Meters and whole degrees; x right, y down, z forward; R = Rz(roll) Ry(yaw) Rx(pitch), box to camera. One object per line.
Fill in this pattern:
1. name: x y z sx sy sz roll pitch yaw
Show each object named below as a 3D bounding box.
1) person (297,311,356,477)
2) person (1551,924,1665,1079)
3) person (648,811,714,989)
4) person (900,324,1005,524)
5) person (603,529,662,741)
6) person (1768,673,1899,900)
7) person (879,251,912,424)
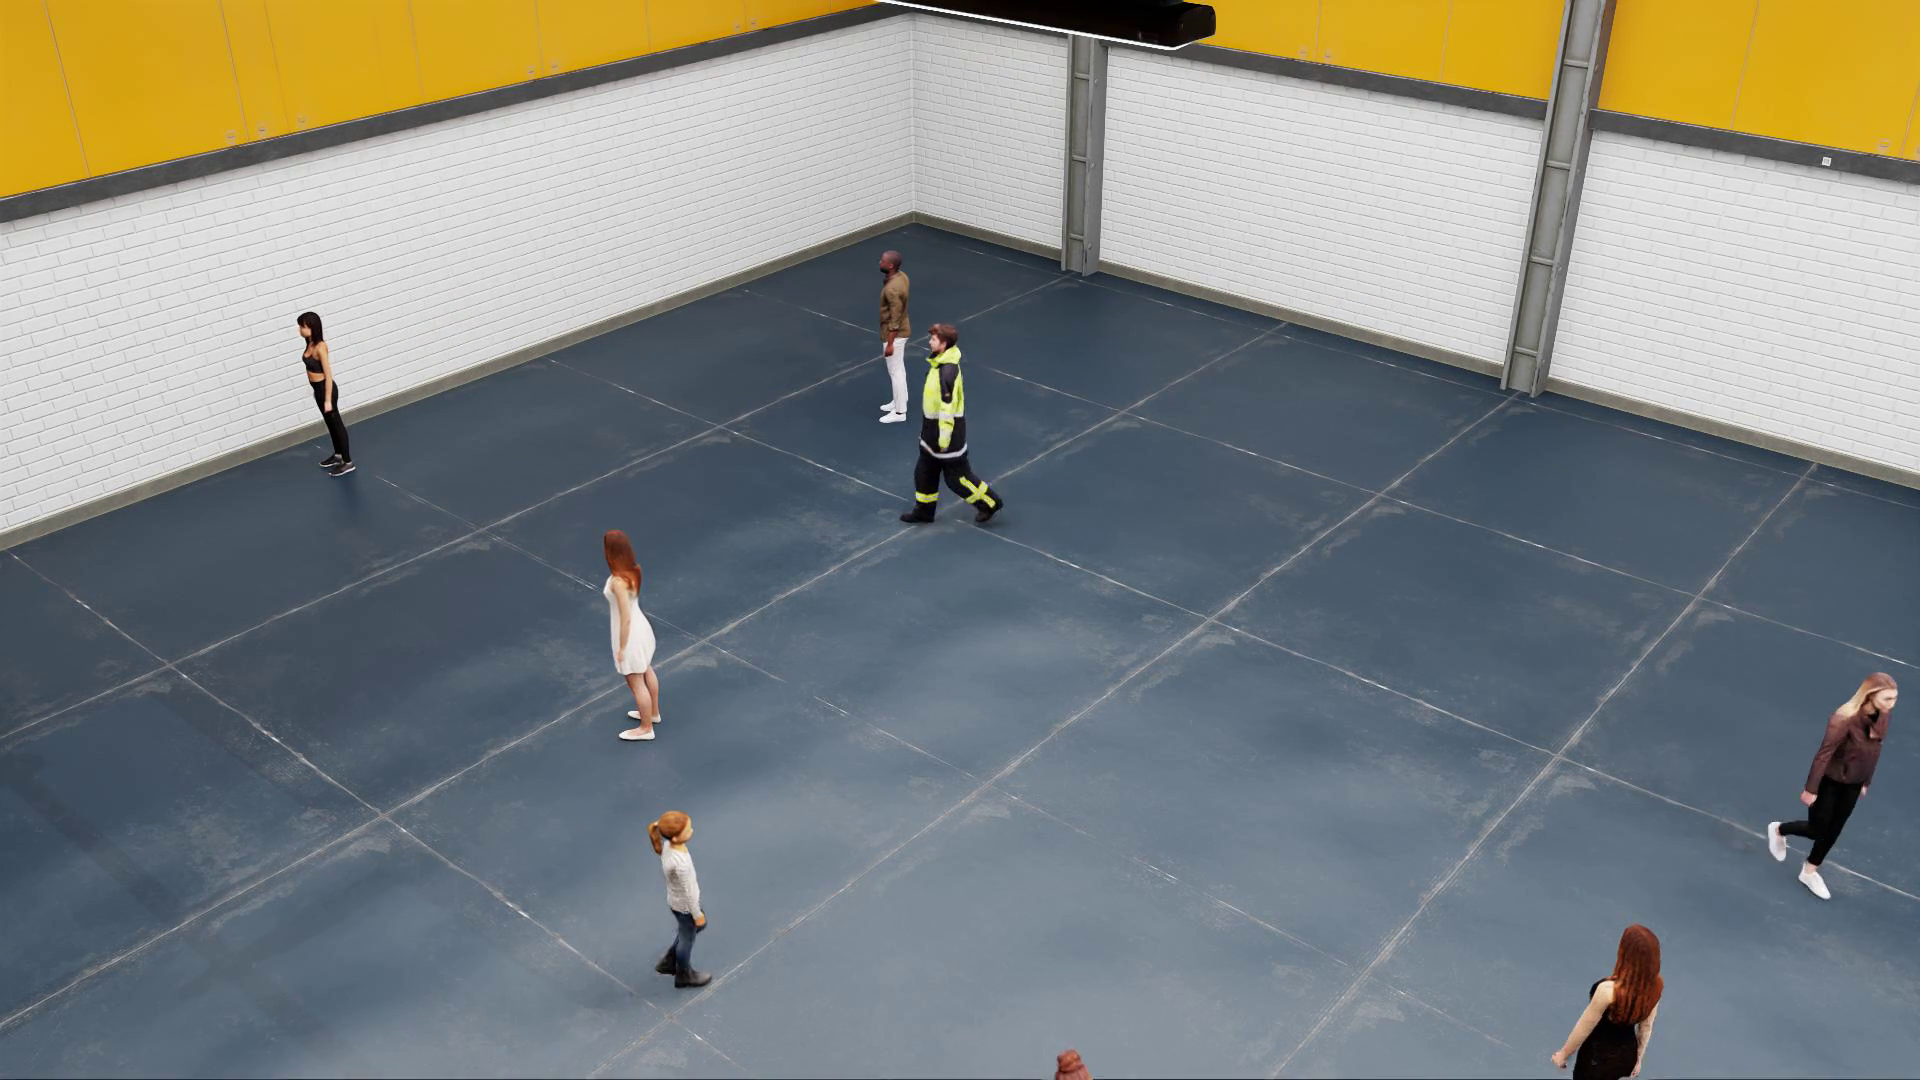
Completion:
1. person: -6.116 -1.430 16.040 0.669 1.643 0.506 -19 34 -31
2. person: 3.305 2.703 8.405 0.887 1.698 1.177 -12 31 -22
3. person: -1.696 2.153 9.822 0.662 1.307 0.606 -7 29 -13
4. person: -0.046 -0.998 14.923 1.300 1.953 1.259 -4 29 -7
5. person: -2.392 0.681 12.102 0.681 1.708 0.647 2 29 4
6. person: 5.540 1.502 10.615 0.843 1.691 0.923 -11 30 -19
7. person: -0.671 -2.109 17.094 0.823 1.825 0.797 1 29 1
